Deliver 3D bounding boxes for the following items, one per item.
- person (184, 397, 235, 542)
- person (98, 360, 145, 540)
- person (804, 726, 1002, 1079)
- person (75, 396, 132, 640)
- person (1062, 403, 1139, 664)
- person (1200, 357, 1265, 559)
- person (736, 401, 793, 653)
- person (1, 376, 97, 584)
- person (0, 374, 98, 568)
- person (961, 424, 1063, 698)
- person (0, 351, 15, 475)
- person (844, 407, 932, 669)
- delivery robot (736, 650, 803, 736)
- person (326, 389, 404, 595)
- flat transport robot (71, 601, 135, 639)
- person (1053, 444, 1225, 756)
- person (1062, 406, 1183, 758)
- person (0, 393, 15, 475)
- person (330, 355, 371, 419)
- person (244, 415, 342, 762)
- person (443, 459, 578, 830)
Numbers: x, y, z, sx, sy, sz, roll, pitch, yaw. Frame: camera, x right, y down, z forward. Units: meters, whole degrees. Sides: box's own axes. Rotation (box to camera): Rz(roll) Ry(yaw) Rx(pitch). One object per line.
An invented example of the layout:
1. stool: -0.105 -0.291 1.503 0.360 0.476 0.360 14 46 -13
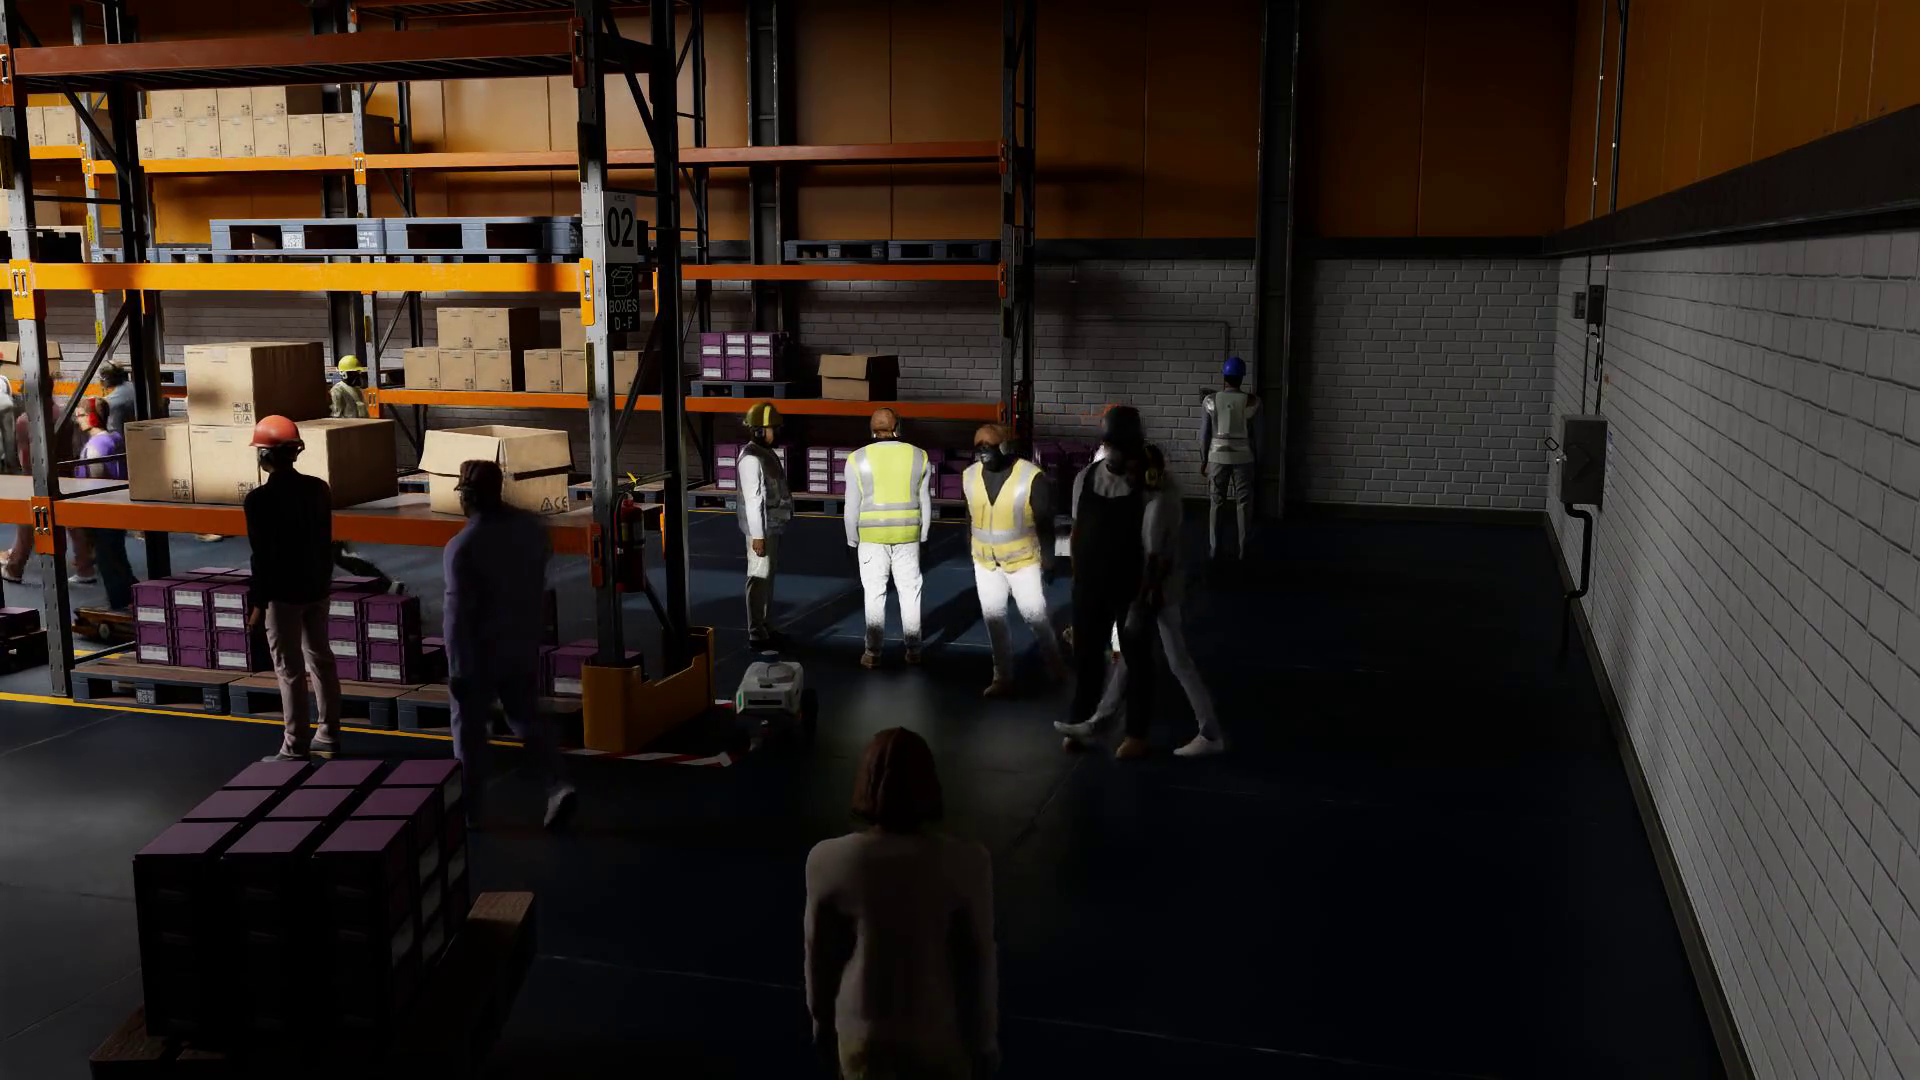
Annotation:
1. person: -7.725 -0.903 17.089 0.351 1.842 0.507 1 9 4
2. person: -8.614 -0.908 17.037 0.711 1.872 0.704 -1 9 -4
3. person: -0.150 1.284 4.403 0.530 1.617 0.352 1 9 6
4. person: -6.476 -0.176 12.650 0.385 1.846 0.591 -2 10 -11
5. person: 1.069 -0.026 11.633 0.507 1.871 0.593 4 10 20
6. person: 2.620 -0.784 16.034 0.617 1.946 0.396 2 10 14
7. person: -1.424 -0.099 12.201 0.404 1.837 0.590 1 9 5
8. person: -8.157 -0.523 14.718 0.995 1.858 0.660 2 10 14
9. person: -8.483 -0.626 15.417 0.984 1.832 0.614 0 9 3
10. person: 0.348 0.121 10.968 0.653 1.816 0.681 5 10 26
11. person: -10.854 -1.224 18.748 0.358 1.936 0.552 -6 11 -31
12. person: -0.507 -0.010 11.659 0.624 1.841 0.430 -2 10 -12
13. delivery robot: -1.112 0.893 9.764 0.477 0.478 0.707 0 9 -1
14. person: -4.839 -0.261 12.995 0.794 1.908 0.599 -2 10 -12
15. flat transport robot: -5.991 0.616 12.605 1.431 0.197 0.652 5 10 26
16. person: 1.070 0.361 9.496 1.002 1.811 0.535 0 9 -2
17. person: 0.909 0.227 9.593 0.709 2.000 0.536 6 11 31
18. person: -9.656 -0.805 16.350 0.641 1.887 0.989 -7 11 -35
19. person: -6.766 -1.138 18.546 0.403 1.834 0.589 1 9 4
20. person: -3.740 0.300 9.286 0.390 1.995 0.613 3 10 20
21. person: -2.285 0.533 8.207 0.755 1.884 0.661 6 11 34
